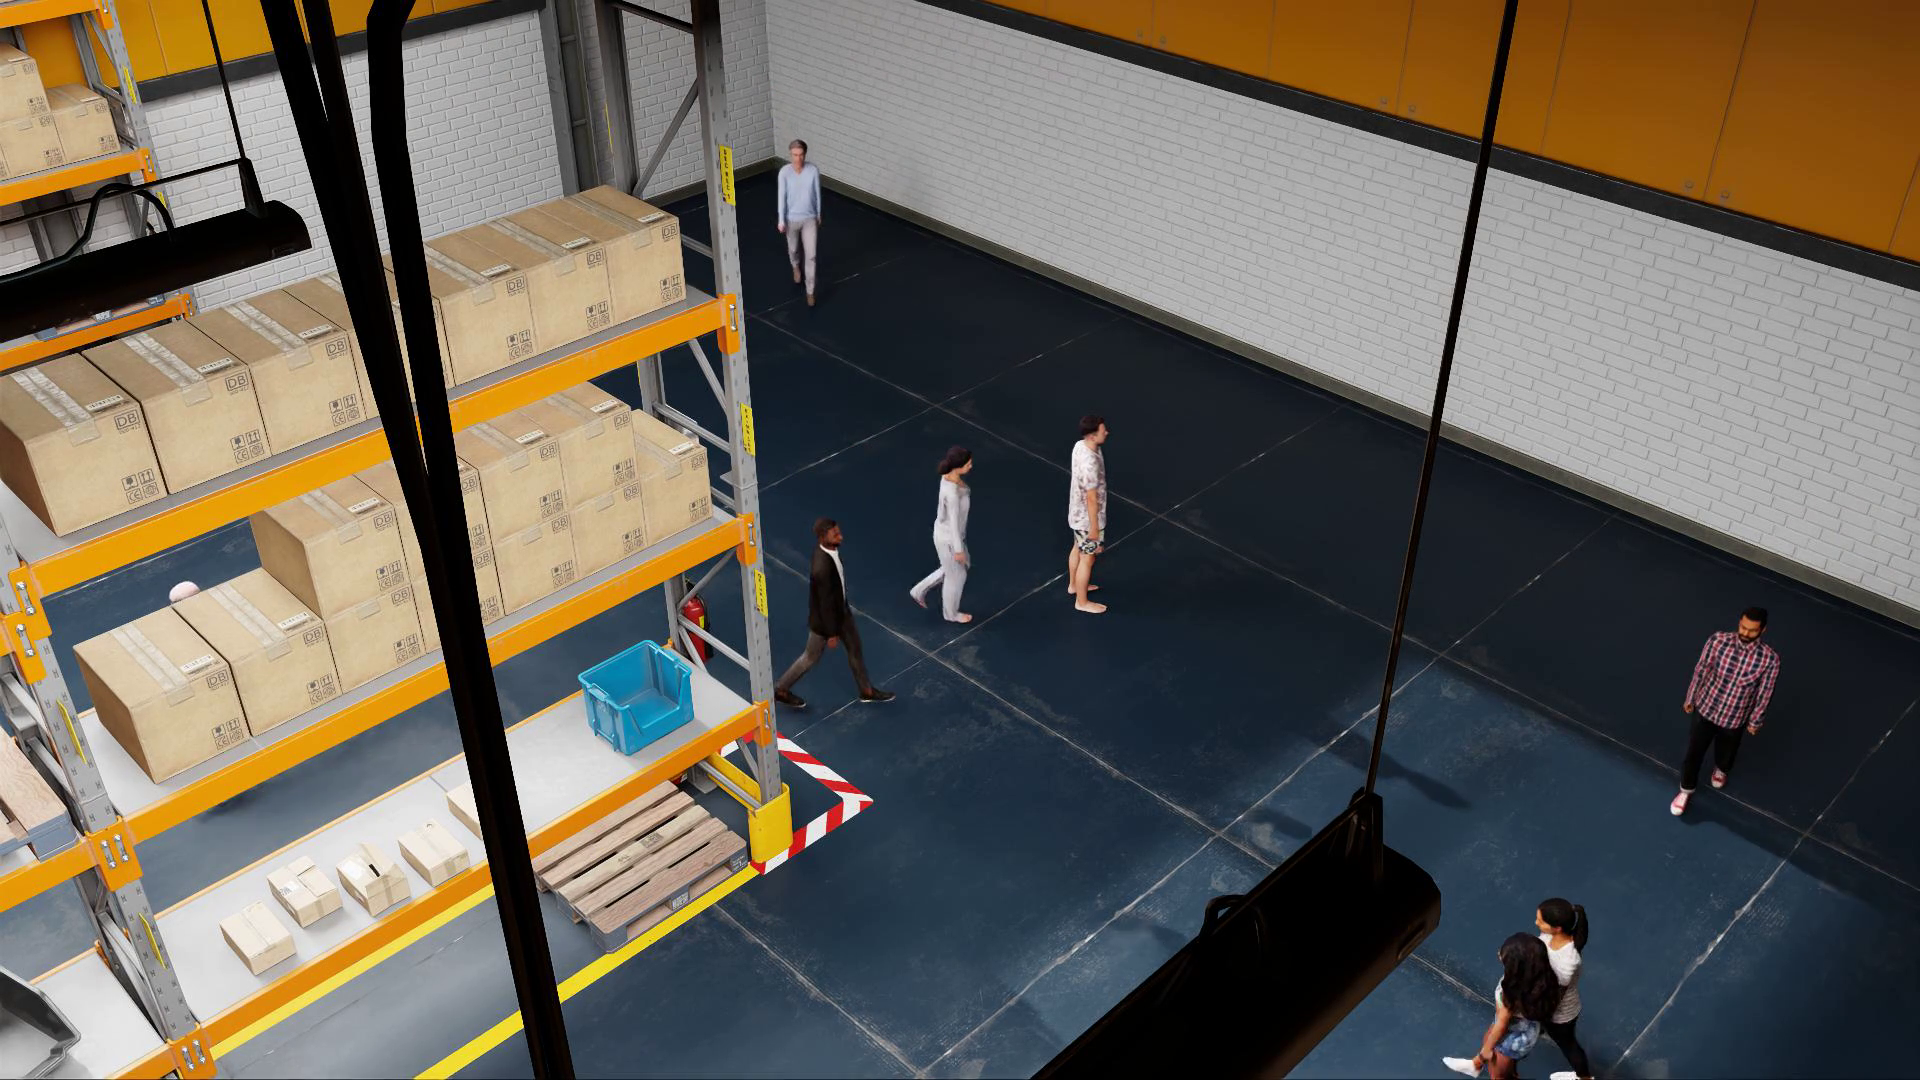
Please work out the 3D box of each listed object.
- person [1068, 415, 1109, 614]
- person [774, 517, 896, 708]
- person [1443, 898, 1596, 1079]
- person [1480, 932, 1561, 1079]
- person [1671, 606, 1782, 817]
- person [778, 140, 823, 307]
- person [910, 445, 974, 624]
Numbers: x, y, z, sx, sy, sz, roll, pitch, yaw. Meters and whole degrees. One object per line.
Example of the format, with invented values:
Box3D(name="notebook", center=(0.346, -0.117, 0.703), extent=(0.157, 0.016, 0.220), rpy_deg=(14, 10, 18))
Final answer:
Box3D(name="person", center=(1.059, -0.245, 13.935), extent=(0.774, 1.816, 0.750), rpy_deg=(-5, 34, -7))
Box3D(name="person", center=(-1.102, 0.611, 12.706), extent=(1.231, 1.751, 1.202), rpy_deg=(1, 34, 2))
Box3D(name="person", center=(3.541, 2.707, 9.710), extent=(1.168, 1.576, 1.128), rpy_deg=(3, 34, 4))
Box3D(name="person", center=(3.212, 2.855, 9.469), extent=(0.712, 1.598, 0.634), rpy_deg=(23, 40, 30))
Box3D(name="person", center=(5.462, 1.175, 11.863), extent=(0.759, 1.745, 0.897), rpy_deg=(23, 40, 31))
Box3D(name="person", center=(-1.843, -3.699, 19.099), extent=(1.267, 1.852, 1.201), rpy_deg=(-6, 34, -8))
Box3D(name="person", center=(-0.160, -0.022, 13.656), extent=(0.922, 1.754, 0.866), rpy_deg=(0, 34, -1))
